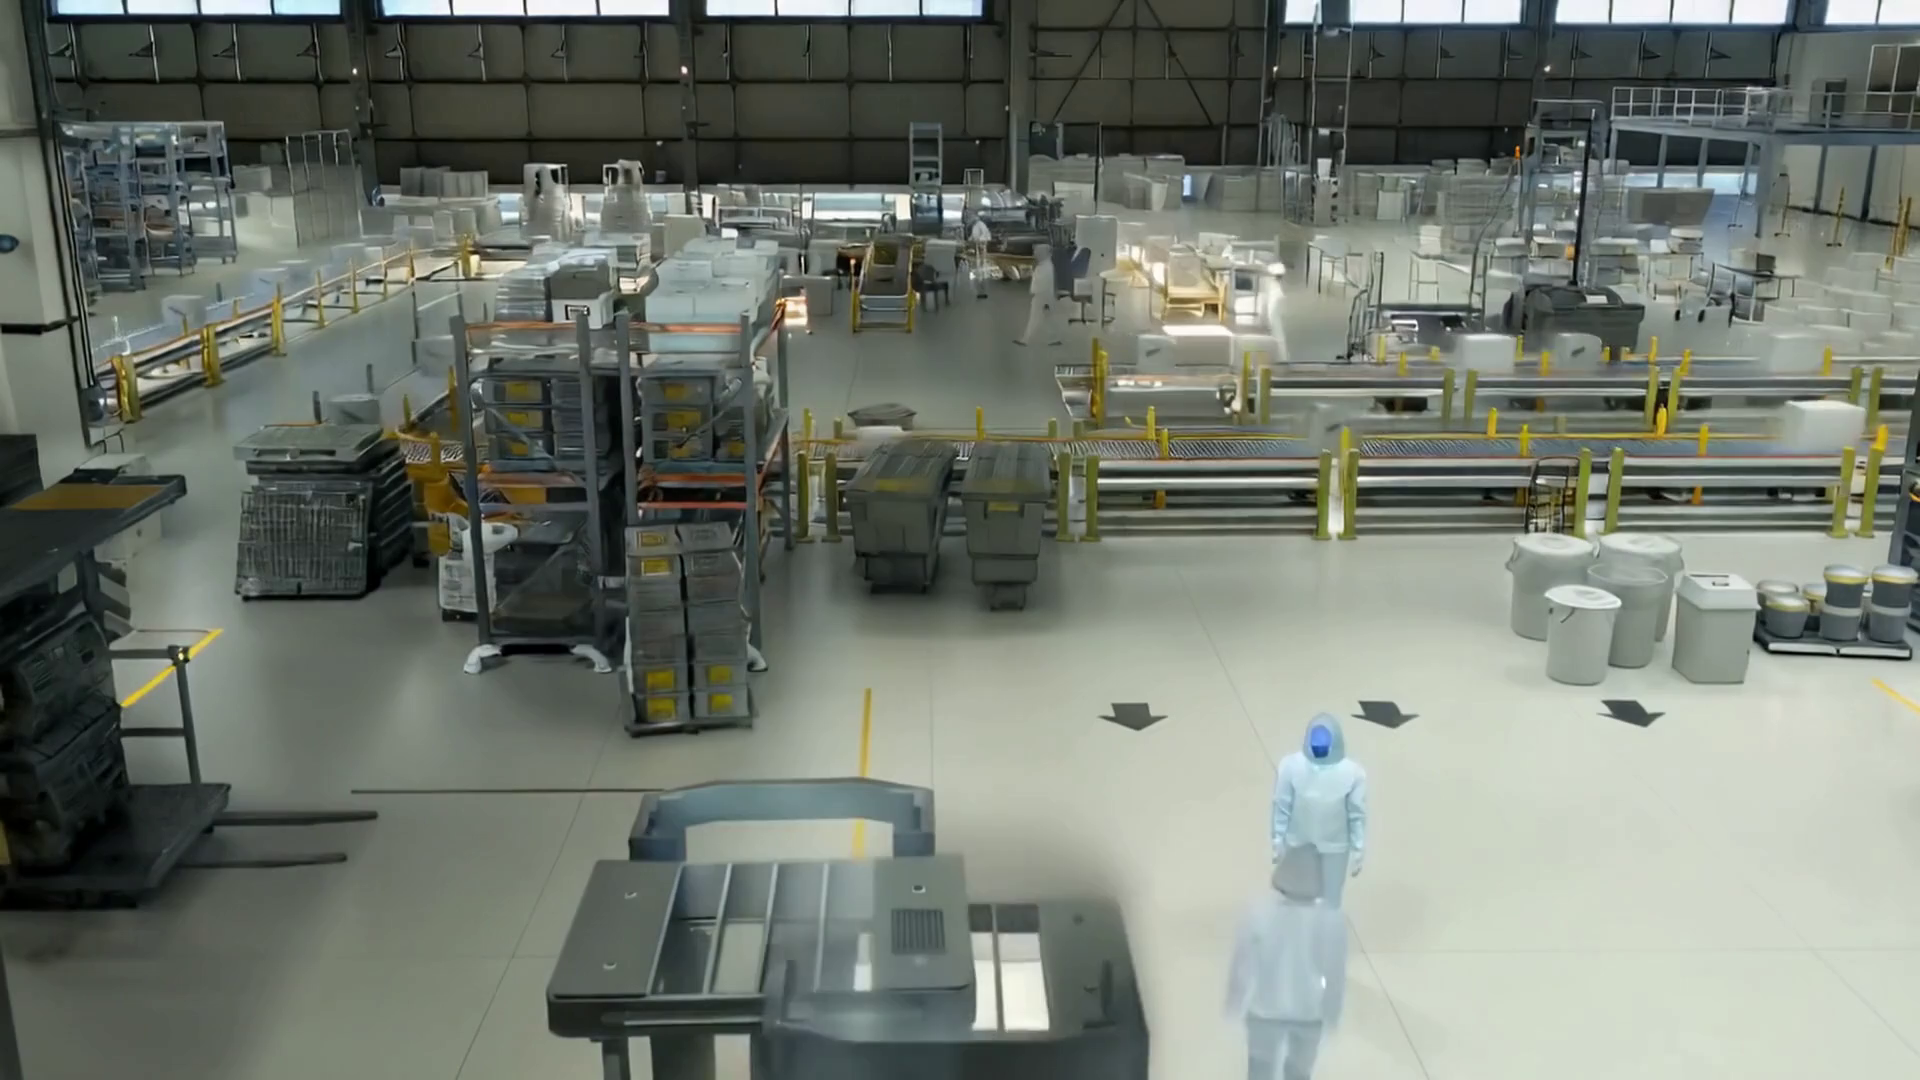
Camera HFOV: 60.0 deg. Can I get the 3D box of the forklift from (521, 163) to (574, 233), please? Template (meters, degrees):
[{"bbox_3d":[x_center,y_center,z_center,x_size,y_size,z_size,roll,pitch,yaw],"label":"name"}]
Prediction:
[{"bbox_3d":[-12.233,-10.122,49.298,1.157,1.987,2.680,0,16,-1],"label":"forklift"}]

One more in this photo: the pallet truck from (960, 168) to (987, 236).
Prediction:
[{"bbox_3d":[0.383,-10.230,50.206,0.823,1.965,1.885,-1,16,-3],"label":"pallet truck"}]

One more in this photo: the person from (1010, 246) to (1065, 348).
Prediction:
[{"bbox_3d":[1.452,-4.412,30.240,1.014,1.848,0.672,1,16,2],"label":"person"}]

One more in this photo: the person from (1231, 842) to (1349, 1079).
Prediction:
[{"bbox_3d":[1.527,2.185,7.744,0.521,1.600,0.529,2,16,8],"label":"person"}]

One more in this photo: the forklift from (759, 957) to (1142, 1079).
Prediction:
[{"bbox_3d":[-0.025,2.459,4.530,1.129,2.768,1.873,0,16,-1],"label":"forklift"}]

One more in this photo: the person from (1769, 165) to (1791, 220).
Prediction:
[{"bbox_3d":[27.062,-11.428,54.733,0.536,1.785,0.995,-1,16,-2],"label":"person"}]

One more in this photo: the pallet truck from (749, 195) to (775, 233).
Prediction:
[{"bbox_3d":[-6.051,-9.967,50.660,0.680,1.201,1.601,0,16,-1],"label":"pallet truck"}]

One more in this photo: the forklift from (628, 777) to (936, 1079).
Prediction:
[{"bbox_3d":[-0.542,2.165,5.552,1.129,2.768,1.873,-1,16,-2],"label":"forklift"}]

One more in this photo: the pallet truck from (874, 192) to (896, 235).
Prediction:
[{"bbox_3d":[-2.277,-9.986,50.594,0.653,1.274,1.630,0,16,-1],"label":"pallet truck"}]

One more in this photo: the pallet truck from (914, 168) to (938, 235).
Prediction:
[{"bbox_3d":[-0.989,-10.316,50.507,0.823,1.965,1.885,1,16,3],"label":"pallet truck"}]

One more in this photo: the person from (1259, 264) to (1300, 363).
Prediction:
[{"bbox_3d":[5.318,-3.801,28.250,0.923,1.789,0.599,0,16,0],"label":"person"}]

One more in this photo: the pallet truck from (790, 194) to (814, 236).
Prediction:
[{"bbox_3d":[-4.814,-9.883,50.259,0.704,1.261,1.522,-1,16,-3],"label":"pallet truck"}]

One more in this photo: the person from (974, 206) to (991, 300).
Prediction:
[{"bbox_3d":[0.486,-6.278,36.390,0.370,2.044,0.608,1,16,4],"label":"person"}]

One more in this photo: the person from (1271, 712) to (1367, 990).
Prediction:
[{"bbox_3d":[1.991,1.729,9.286,0.509,1.632,0.265,5,17,15],"label":"person"}]

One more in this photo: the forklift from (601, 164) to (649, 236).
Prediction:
[{"bbox_3d":[-9.948,-10.127,49.296,1.157,1.987,2.680,-1,16,-3],"label":"forklift"}]

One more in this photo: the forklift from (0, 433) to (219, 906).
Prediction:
[{"bbox_3d":[-5.952,0.780,10.366,1.873,2.768,1.129,0,16,-1],"label":"forklift"}]
